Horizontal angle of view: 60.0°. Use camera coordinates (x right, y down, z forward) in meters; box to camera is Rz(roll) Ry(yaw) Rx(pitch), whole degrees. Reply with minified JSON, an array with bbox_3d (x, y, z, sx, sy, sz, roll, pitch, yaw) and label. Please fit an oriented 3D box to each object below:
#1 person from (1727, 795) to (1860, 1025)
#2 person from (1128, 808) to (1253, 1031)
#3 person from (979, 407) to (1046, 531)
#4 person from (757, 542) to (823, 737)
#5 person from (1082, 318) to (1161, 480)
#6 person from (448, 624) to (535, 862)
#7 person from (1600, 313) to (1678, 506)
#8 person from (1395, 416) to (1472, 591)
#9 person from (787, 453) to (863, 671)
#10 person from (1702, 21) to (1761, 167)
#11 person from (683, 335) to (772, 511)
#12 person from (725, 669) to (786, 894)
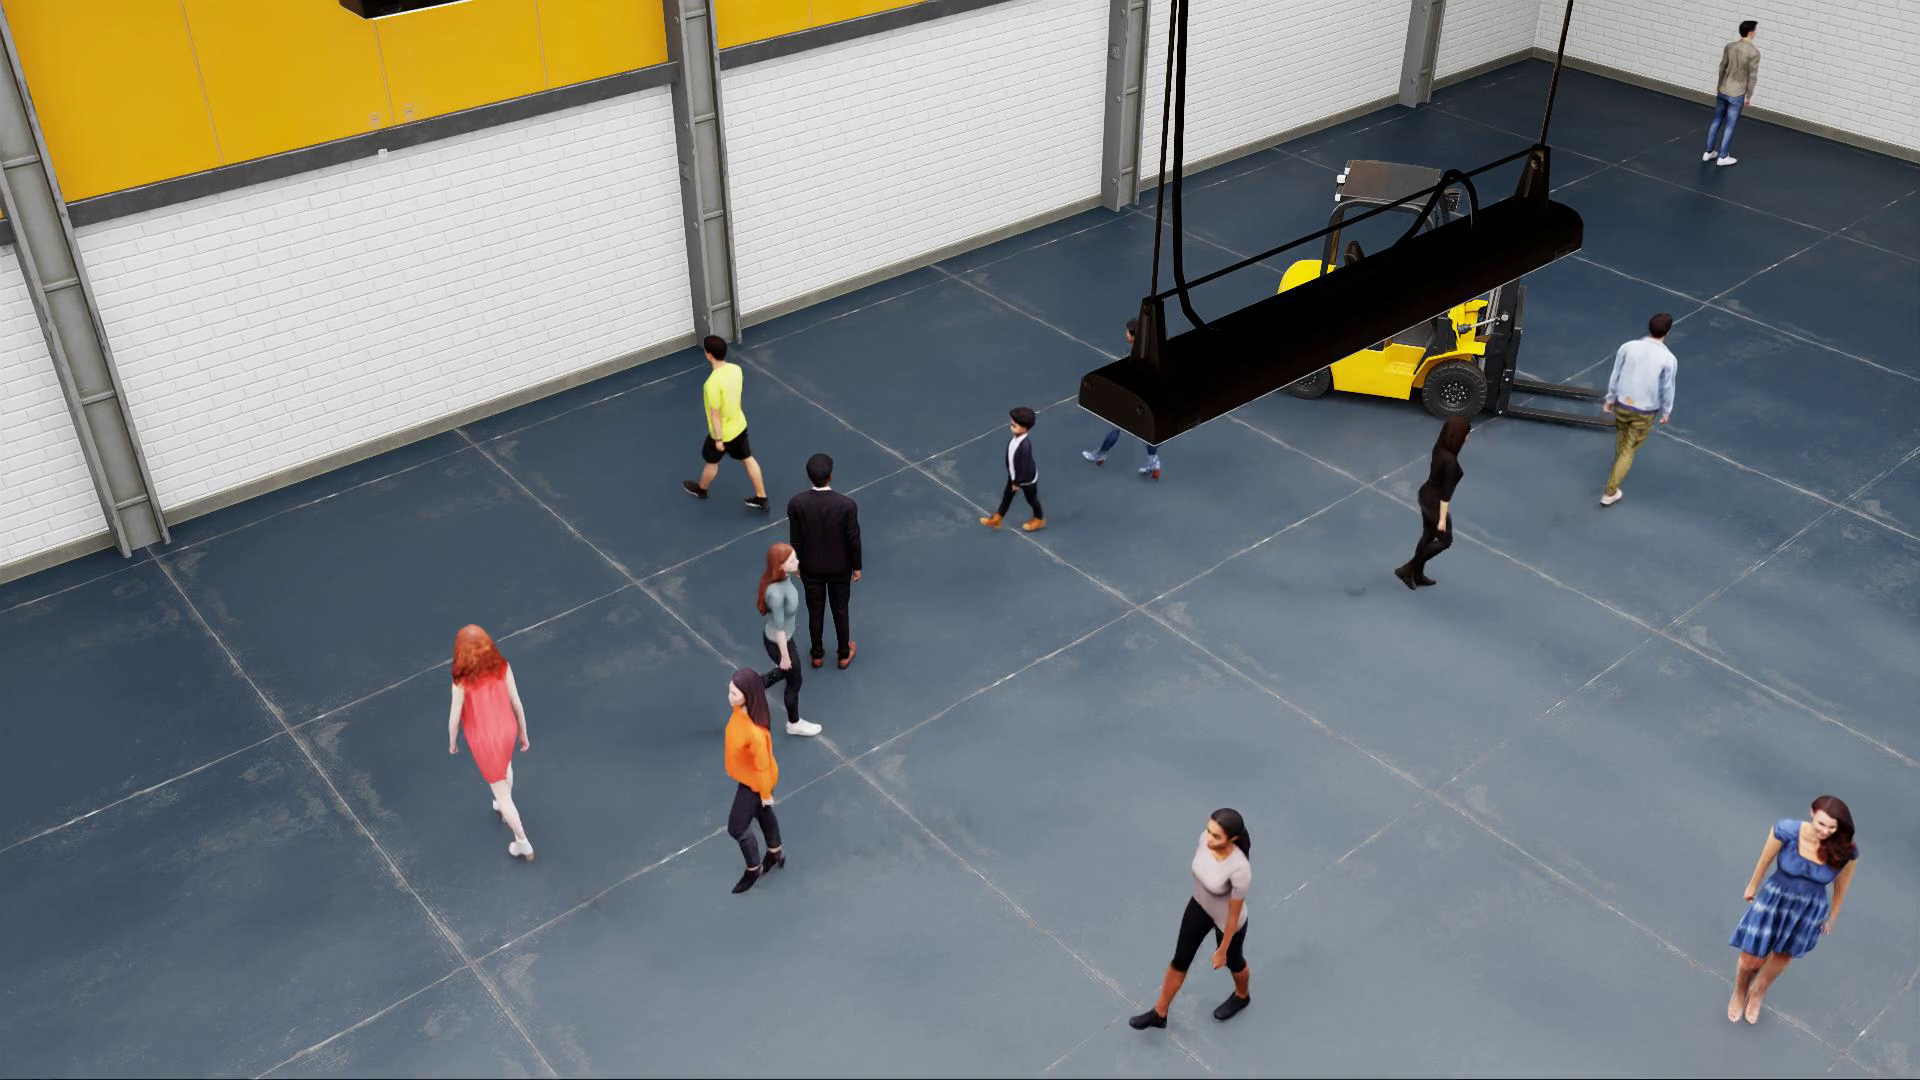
[{"bbox_3d":[4.866,2.141,9.792,0.810,1.796,0.859,12,36,18],"label":"person"},{"bbox_3d":[1.593,2.200,9.781,1.081,1.710,0.705,-19,38,-26],"label":"person"},{"bbox_3d":[0.595,-0.594,14.447,0.885,1.197,0.695,-10,35,-15],"label":"person"},{"bbox_3d":[-1.361,0.742,11.959,0.999,1.726,0.895,-2,34,-3],"label":"person"},{"bbox_3d":[1.675,-1.257,15.093,0.907,1.587,1.000,16,37,23],"label":"person"},{"bbox_3d":[-3.007,1.386,10.925,0.715,1.799,0.837,27,42,34],"label":"person"},{"bbox_3d":[5.941,-1.128,14.724,0.988,1.780,0.728,-28,43,-35],"label":"person"},{"bbox_3d":[3.801,-0.282,13.589,0.817,1.627,0.765,-3,34,-4],"label":"person"},{"bbox_3d":[-1.028,0.174,12.671,0.743,1.884,0.823,1,34,1],"label":"person"},{"bbox_3d":[10.098,-5.854,21.755,0.648,1.867,0.739,-17,37,-24],"label":"person"},{"bbox_3d":[-1.973,-0.976,14.604,0.967,1.660,1.138,18,38,25],"label":"person"},{"bbox_3d":[-1.252,1.517,10.782,0.749,1.738,0.722,-10,35,-14],"label":"person"}]
